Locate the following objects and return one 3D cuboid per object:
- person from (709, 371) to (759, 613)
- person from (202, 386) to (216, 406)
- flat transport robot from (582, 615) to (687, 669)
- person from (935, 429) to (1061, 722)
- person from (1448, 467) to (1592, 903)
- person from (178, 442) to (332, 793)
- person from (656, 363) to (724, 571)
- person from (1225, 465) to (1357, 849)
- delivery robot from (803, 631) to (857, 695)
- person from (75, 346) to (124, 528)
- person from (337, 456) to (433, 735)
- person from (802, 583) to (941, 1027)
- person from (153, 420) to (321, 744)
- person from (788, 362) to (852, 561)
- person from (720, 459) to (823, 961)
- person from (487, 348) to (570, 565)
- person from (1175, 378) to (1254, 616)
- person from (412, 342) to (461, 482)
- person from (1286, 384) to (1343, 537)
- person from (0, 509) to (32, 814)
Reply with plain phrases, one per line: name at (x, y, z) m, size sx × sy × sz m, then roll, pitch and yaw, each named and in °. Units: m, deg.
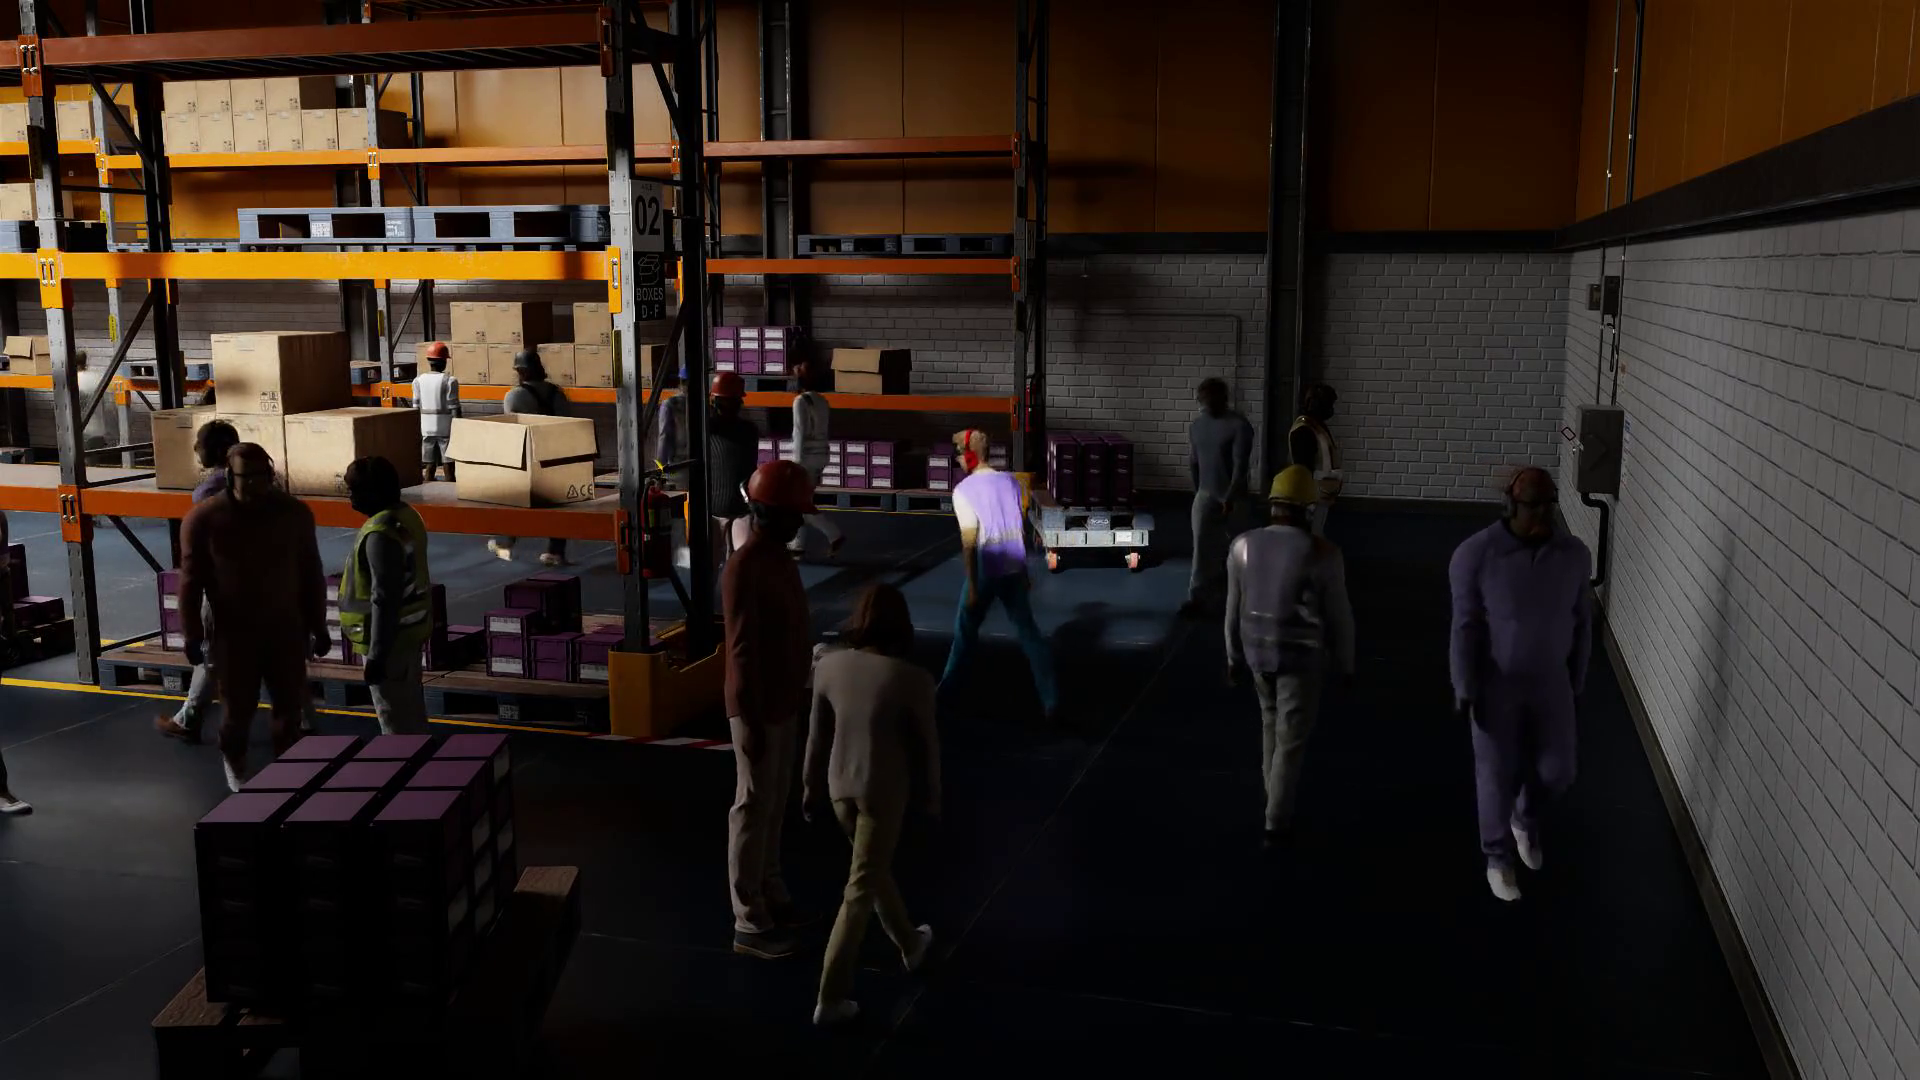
person at (-1.685, -0.233, 12.125) m, size 0.613 × 1.994 × 0.395 m, roll -9°, pitch 13°, yaw -44°
person at (-5.800, -0.312, 13.184) m, size 0.507 × 1.806 × 0.981 m, roll -1°, pitch 9°, yaw -7°
flat transport robot at (-2.441, 0.695, 11.706) m, size 1.431 × 0.197 × 0.652 m, roll 3°, pitch 10°, yaw 17°
person at (0.223, 0.214, 10.067) m, size 0.625 × 1.784 × 1.024 m, roll -9°, pitch 13°, yaw -44°
person at (2.440, 0.618, 7.253) m, size 0.642 × 1.893 × 0.451 m, roll 0°, pitch 9°, yaw -1°
person at (-3.561, 0.431, 8.409) m, size 0.687 × 1.885 × 0.464 m, roll -7°, pitch 12°, yaw -36°
person at (-2.324, -0.652, 14.910) m, size 0.827 × 1.913 × 0.651 m, roll 6°, pitch 11°, yaw 34°
person at (1.632, 0.540, 7.978) m, size 0.608 × 1.811 × 0.696 m, roll 8°, pitch 13°, yaw 42°
delivery robot at (-0.770, 0.792, 9.969) m, size 0.707 × 0.478 × 0.477 m, roll -1°, pitch 9°, yaw -8°
person at (-9.114, -1.065, 17.429) m, size 0.526 × 1.925 × 0.630 m, roll 0°, pitch 9°, yaw -2°
person at (-2.803, 0.501, 8.137) m, size 0.430 × 1.838 × 0.619 m, roll -1°, pitch 9°, yaw -7°
person at (-0.321, 0.946, 6.172) m, size 0.513 × 1.578 × 0.849 m, roll 6°, pitch 11°, yaw 32°
person at (-4.133, 0.257, 9.484) m, size 1.009 × 1.888 × 0.642 m, roll 3°, pitch 10°, yaw 16°
person at (-1.365, -0.696, 15.316) m, size 0.841 × 1.868 × 0.675 m, roll 4°, pitch 10°, yaw 21°
person at (-0.749, 0.665, 6.680) m, size 0.394 × 1.985 × 0.608 m, roll 2°, pitch 9°, yaw 10°
person at (-4.016, -0.799, 15.432) m, size 0.956 × 2.000 × 0.711 m, roll 8°, pitch 12°, yaw 40°
person at (2.058, -0.352, 13.230) m, size 0.619 × 1.878 × 1.044 m, roll 7°, pitch 12°, yaw 38°
person at (-5.640, -1.175, 18.038) m, size 0.547 × 1.938 × 0.379 m, roll 2°, pitch 10°, yaw 14°
person at (2.782, -0.307, 13.063) m, size 0.429 × 1.838 × 0.622 m, roll 4°, pitch 10°, yaw 21°
person at (-4.894, 0.451, 8.161) m, size 0.371 × 1.927 × 0.588 m, roll 4°, pitch 10°, yaw 25°
